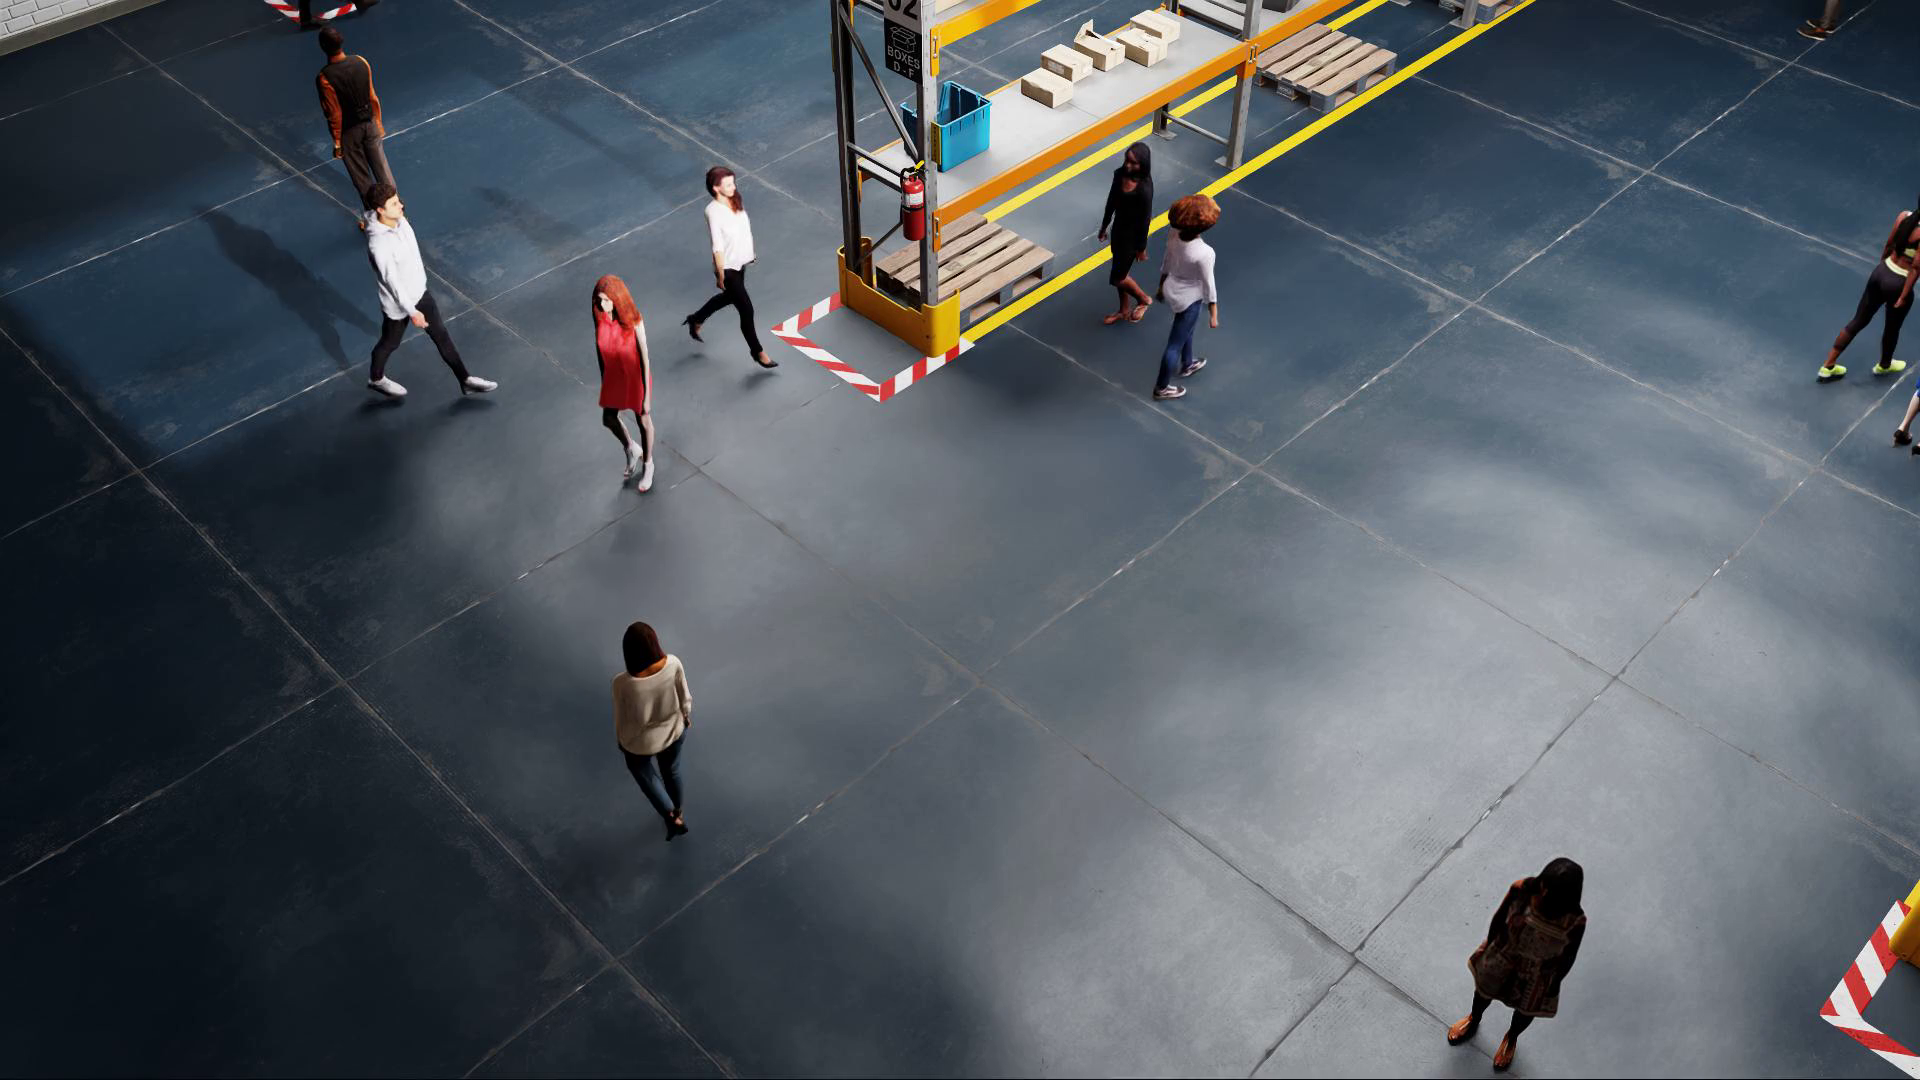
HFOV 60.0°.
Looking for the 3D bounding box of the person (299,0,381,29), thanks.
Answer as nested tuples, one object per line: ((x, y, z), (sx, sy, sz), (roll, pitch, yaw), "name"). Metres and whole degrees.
((-6.791, -6.141, 17.137), (1.249, 1.830, 1.002), (-17, 46, -17), "person")

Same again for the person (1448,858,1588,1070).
((2.920, 2.150, 8.568), (0.664, 1.645, 0.544), (31, 51, 28), "person")

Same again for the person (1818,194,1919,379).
((7.092, -1.942, 12.805), (1.065, 1.725, 0.874), (-11, 45, -12), "person")

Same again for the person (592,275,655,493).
((-2.337, -1.166, 11.923), (0.720, 1.819, 0.727), (14, 45, 14), "person")

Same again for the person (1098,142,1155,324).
((1.429, -2.448, 13.348), (0.794, 1.709, 0.766), (-14, 45, -14), "person")

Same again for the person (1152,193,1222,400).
((1.629, -1.840, 12.723), (0.943, 1.692, 0.844), (-19, 47, -18), "person")

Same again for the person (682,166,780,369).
((-1.874, -2.133, 12.976), (0.997, 1.767, 1.111), (12, 45, 12), "person")

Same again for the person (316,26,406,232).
((-5.188, -3.517, 14.326), (0.796, 1.907, 0.599), (26, 50, 25), "person")

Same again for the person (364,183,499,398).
((-4.301, -1.815, 12.557), (1.201, 1.884, 1.274), (7, 44, 7), "person")

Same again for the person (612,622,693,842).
((-1.729, 1.161, 9.589), (0.714, 1.669, 0.770), (-23, 48, -23), "person")
